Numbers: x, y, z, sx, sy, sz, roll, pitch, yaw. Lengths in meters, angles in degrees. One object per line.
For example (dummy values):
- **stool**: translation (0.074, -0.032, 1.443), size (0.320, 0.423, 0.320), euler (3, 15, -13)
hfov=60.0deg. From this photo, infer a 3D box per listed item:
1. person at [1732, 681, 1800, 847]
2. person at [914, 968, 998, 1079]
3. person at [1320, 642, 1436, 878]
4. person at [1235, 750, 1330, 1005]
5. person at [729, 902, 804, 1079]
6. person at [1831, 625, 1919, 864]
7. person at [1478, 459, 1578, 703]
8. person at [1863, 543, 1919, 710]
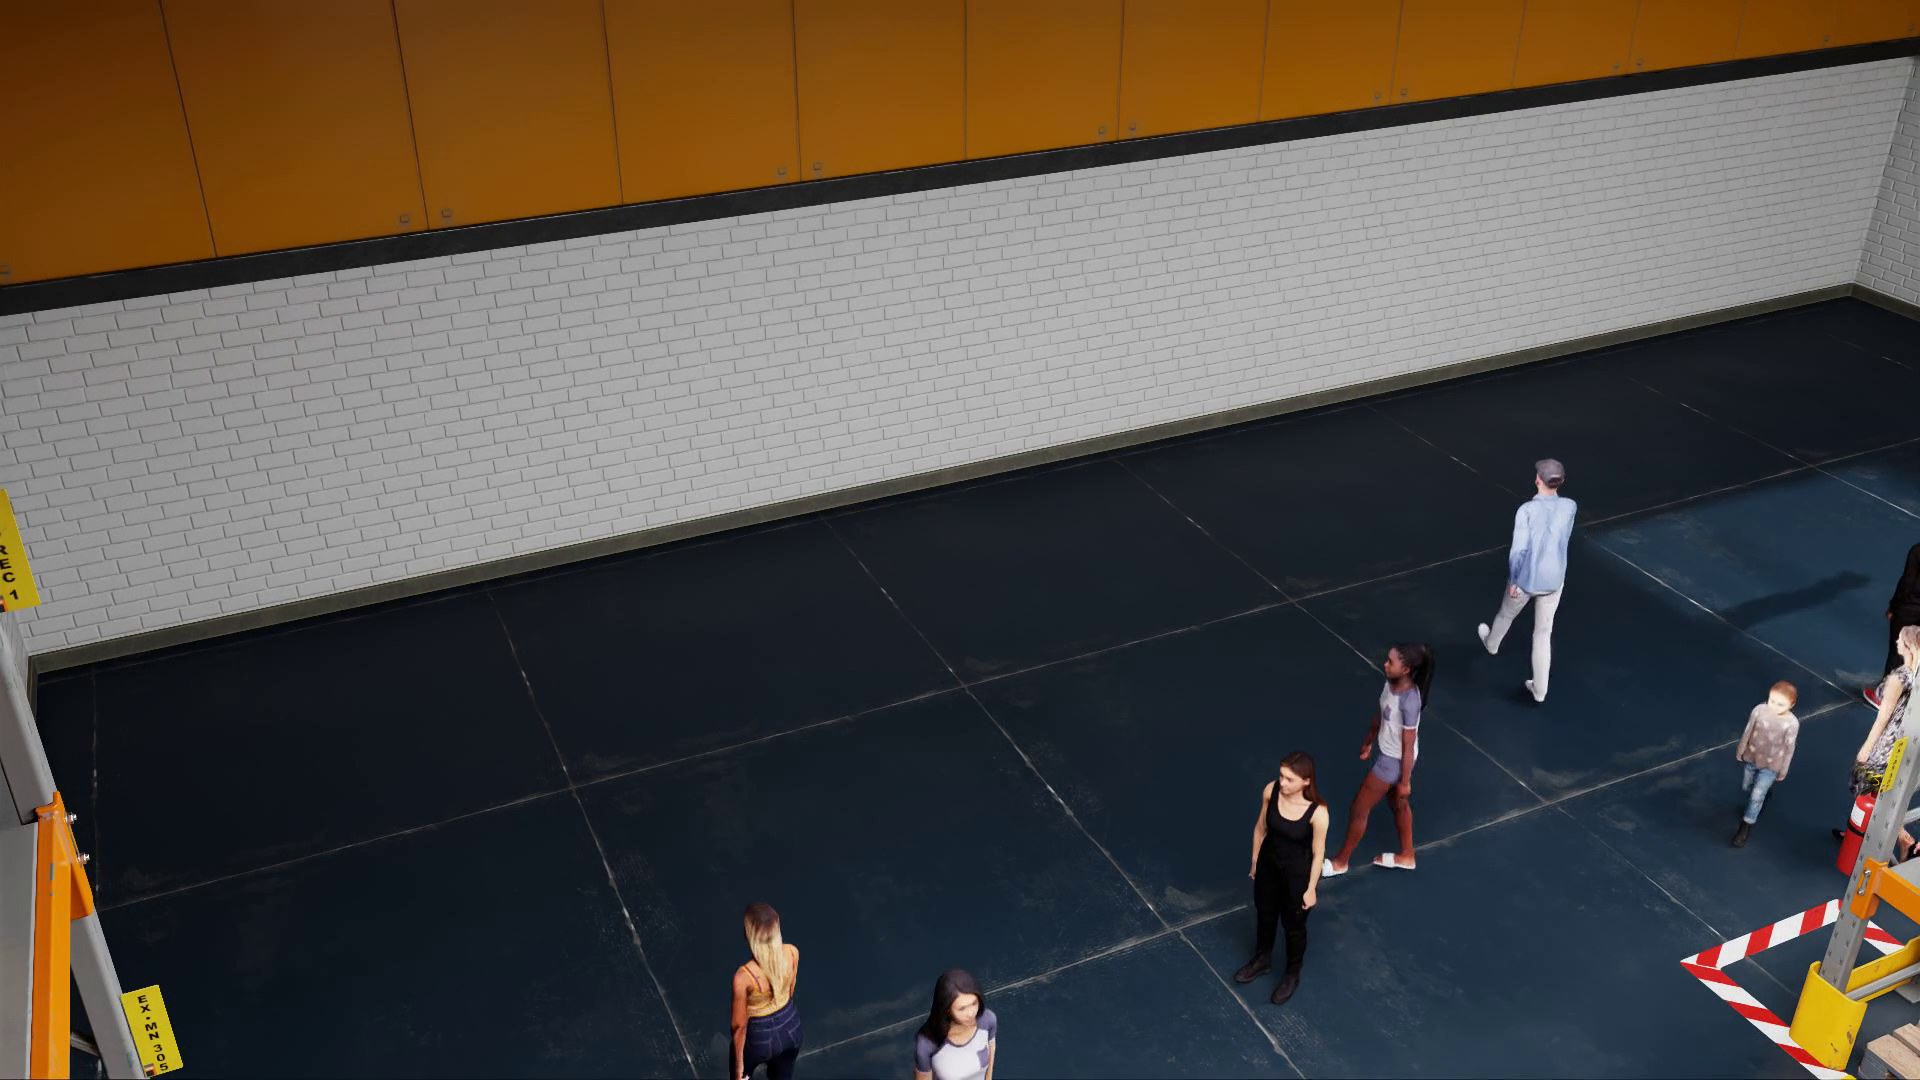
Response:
- **person**: translation (5.268, 1.411, 10.853), size (0.651, 1.180, 0.734), euler (-22, 35, -34)
- **person**: translation (-0.064, 2.667, 8.016), size (0.622, 1.692, 0.731), euler (-16, 32, -26)
- **person**: translation (2.785, 1.389, 10.352), size (0.942, 1.698, 0.990), euler (1, 29, 1)
- **person**: translation (1.857, 1.890, 9.446), size (0.588, 1.687, 0.722), euler (25, 37, 38)
- **person**: translation (-0.904, 2.547, 8.316), size (0.650, 1.615, 0.664), euler (-23, 36, -36)
- **person**: translation (5.917, 1.349, 10.446), size (0.601, 1.678, 0.858), euler (-14, 32, -24)
- **person**: translation (4.246, 0.327, 12.149), size (0.930, 1.841, 1.235), euler (-2, 29, -4)
- **person**: translation (6.944, 0.495, 12.016), size (0.669, 1.674, 0.660), euler (1, 29, 2)
